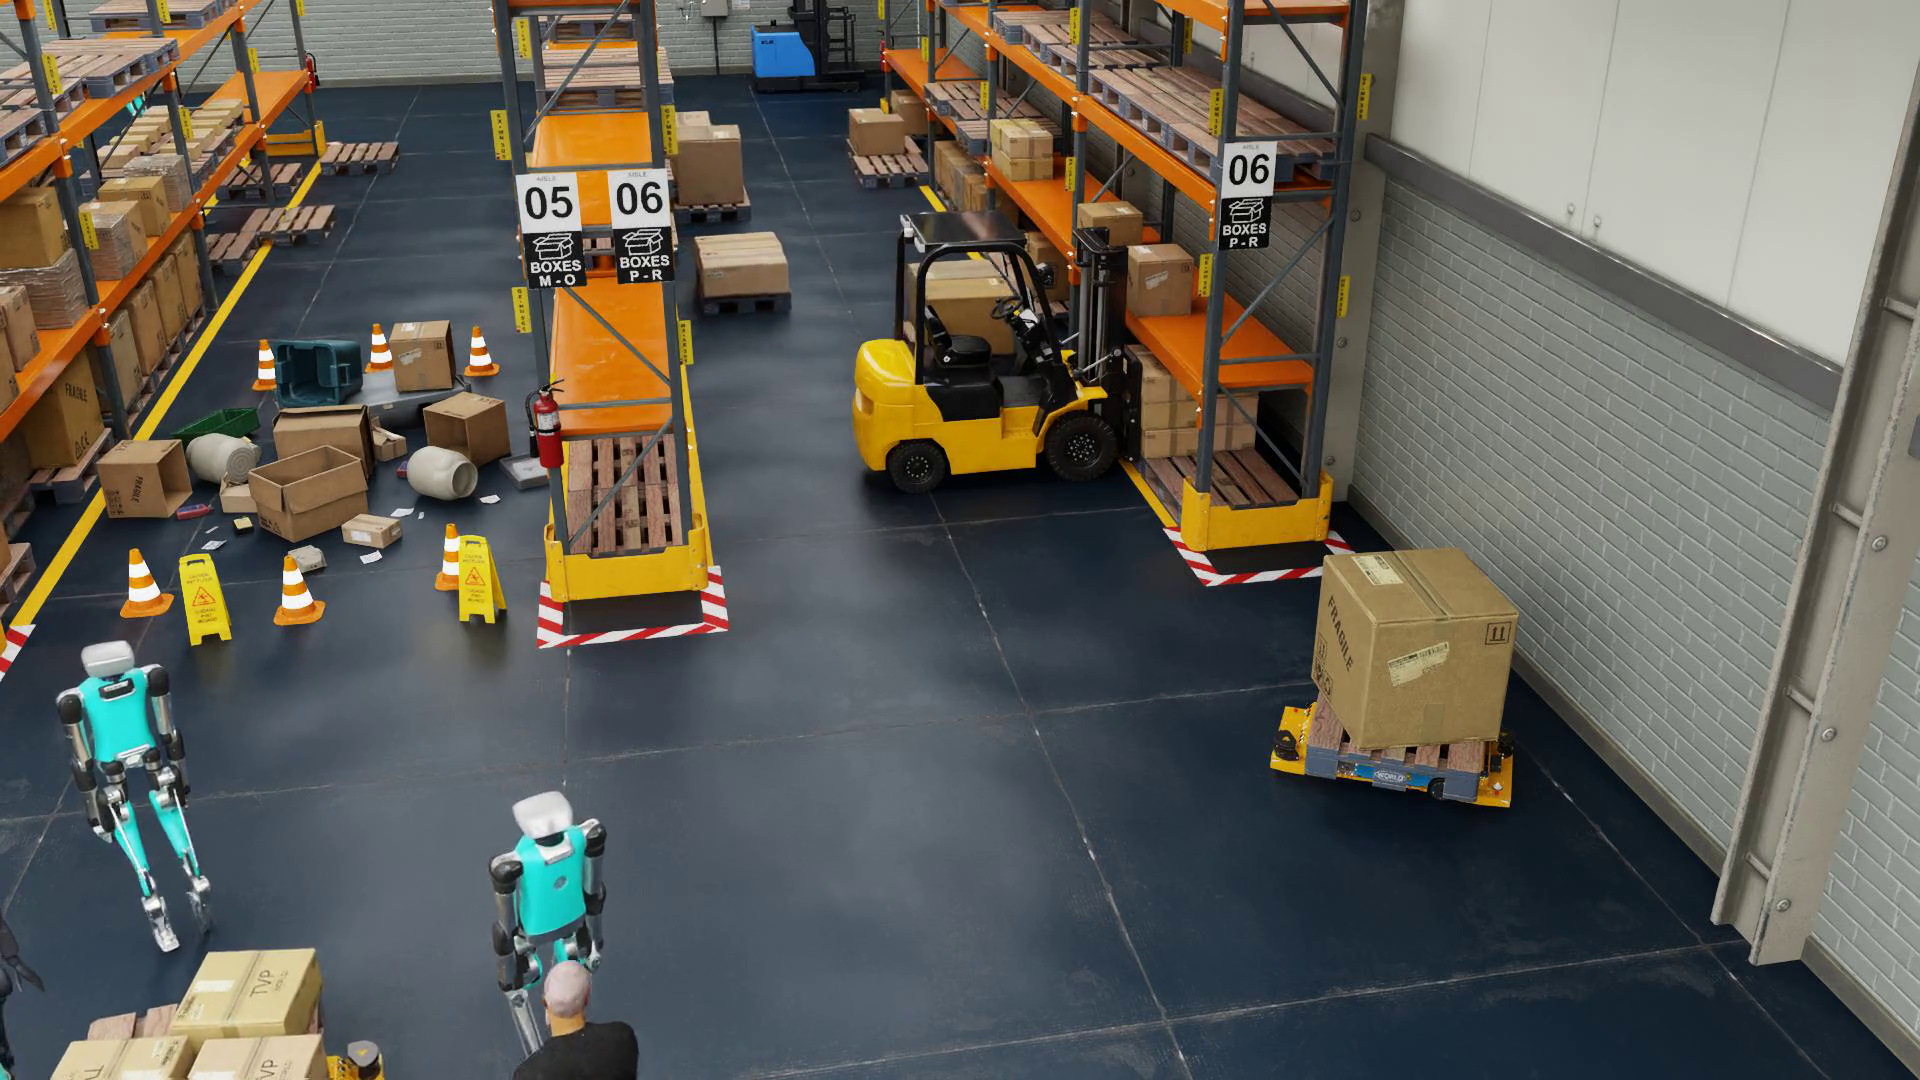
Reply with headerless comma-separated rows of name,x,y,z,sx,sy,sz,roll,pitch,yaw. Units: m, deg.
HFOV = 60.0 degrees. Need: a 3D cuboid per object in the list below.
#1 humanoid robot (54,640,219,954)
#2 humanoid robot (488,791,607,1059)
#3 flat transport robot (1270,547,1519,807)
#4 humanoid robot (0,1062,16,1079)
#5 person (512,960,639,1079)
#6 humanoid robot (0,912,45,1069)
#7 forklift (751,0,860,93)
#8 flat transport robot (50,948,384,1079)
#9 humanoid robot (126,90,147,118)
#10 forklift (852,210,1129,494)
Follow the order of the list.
humanoid robot,-4.123,1.413,8.501,0.545,1.802,0.679,-22,33,-38
humanoid robot,-1.947,1.863,7.633,0.548,1.842,0.763,-20,32,-35
flat transport robot,2.709,1.312,10.398,1.431,0.231,0.659,8,27,16
humanoid robot,-3.420,2.438,6.403,0.763,1.820,0.539,-8,27,-16
person,-1.441,2.419,6.349,0.547,1.803,0.921,-16,30,-30
humanoid robot,-4.447,1.989,7.390,0.535,1.652,0.625,23,34,39
forklift,-2.872,-9.679,30.288,1.873,2.768,1.129,-5,26,-10
flat transport robot,-3.364,2.691,7.524,1.431,0.231,0.659,-8,27,-16
humanoid robot,-12.889,-6.952,25.952,0.532,1.774,0.990,-20,32,-36
forklift,0.216,-1.659,14.366,2.313,2.155,1.214,-5,26,-10
